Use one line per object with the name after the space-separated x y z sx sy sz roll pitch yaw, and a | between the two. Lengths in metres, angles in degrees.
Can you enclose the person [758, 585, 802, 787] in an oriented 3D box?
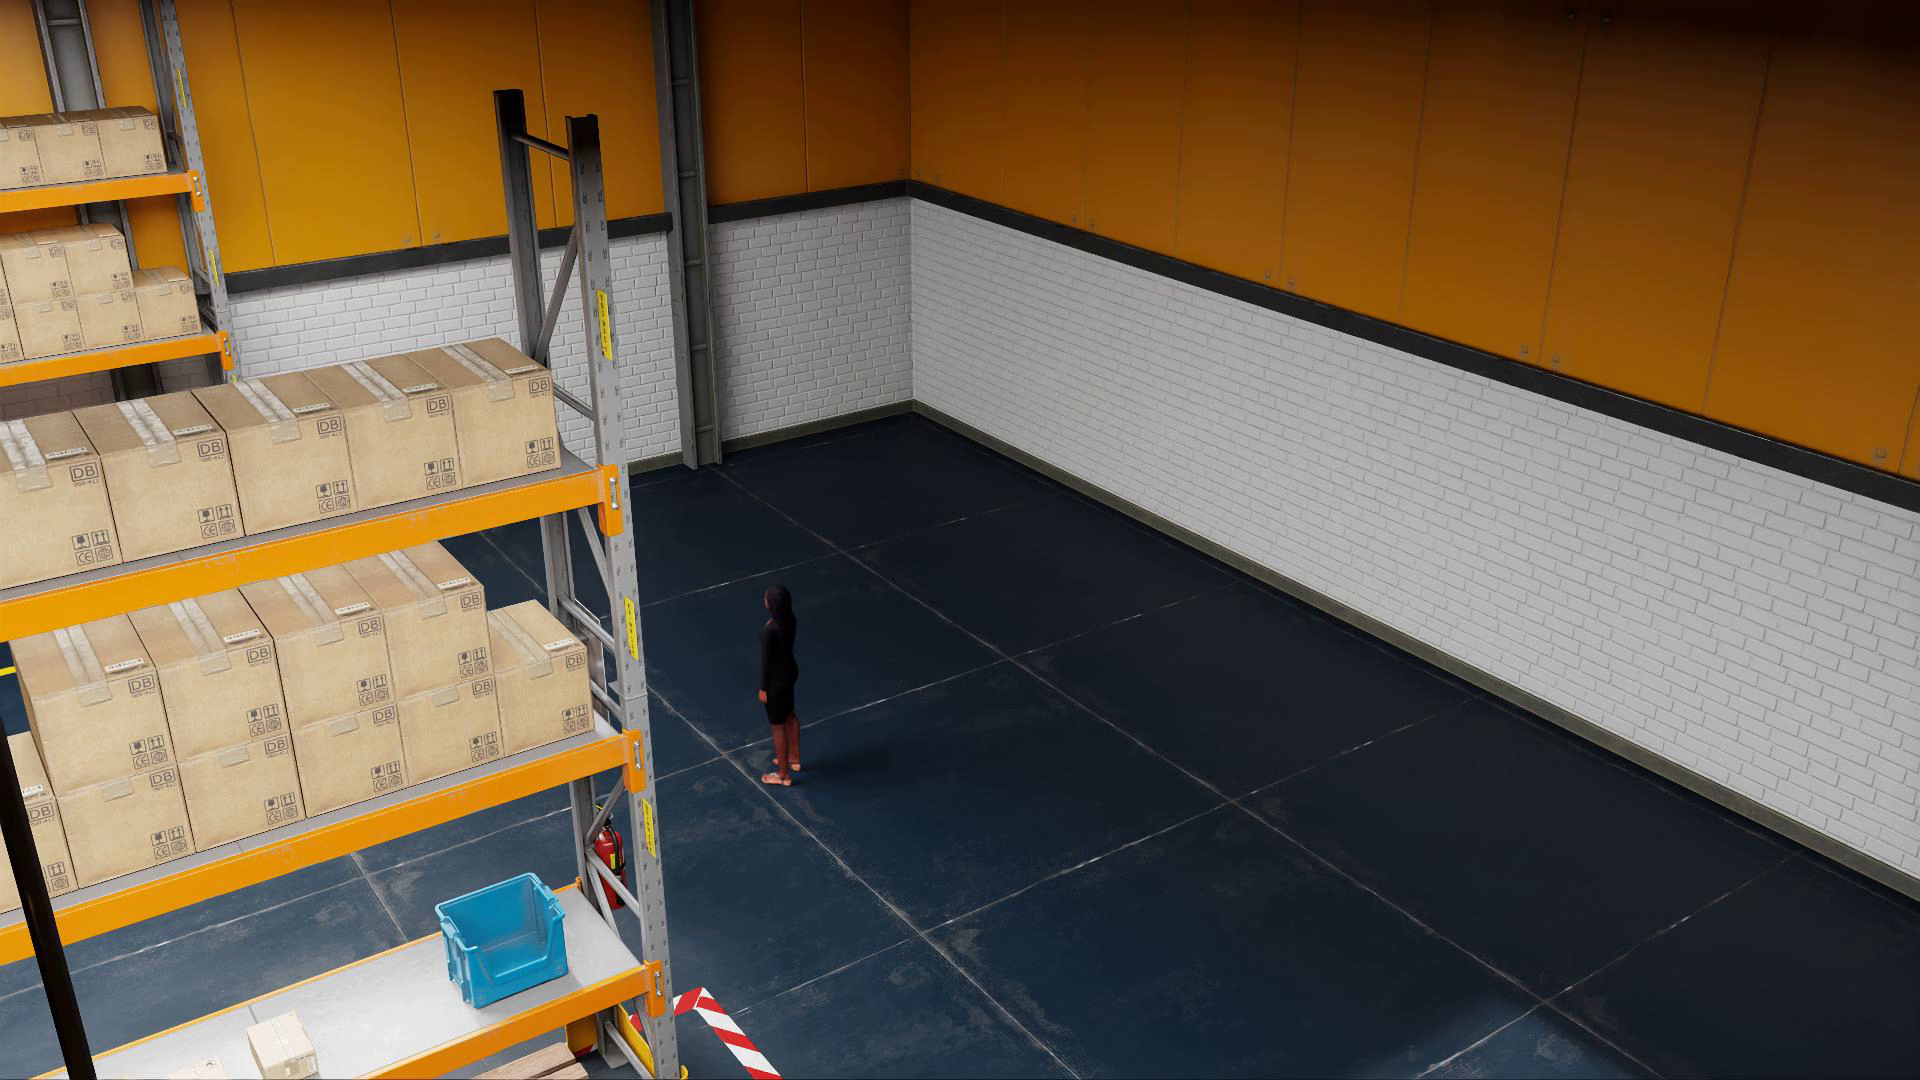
-1.442 1.139 13.358 0.741 1.721 0.645 8 25 17 | person
